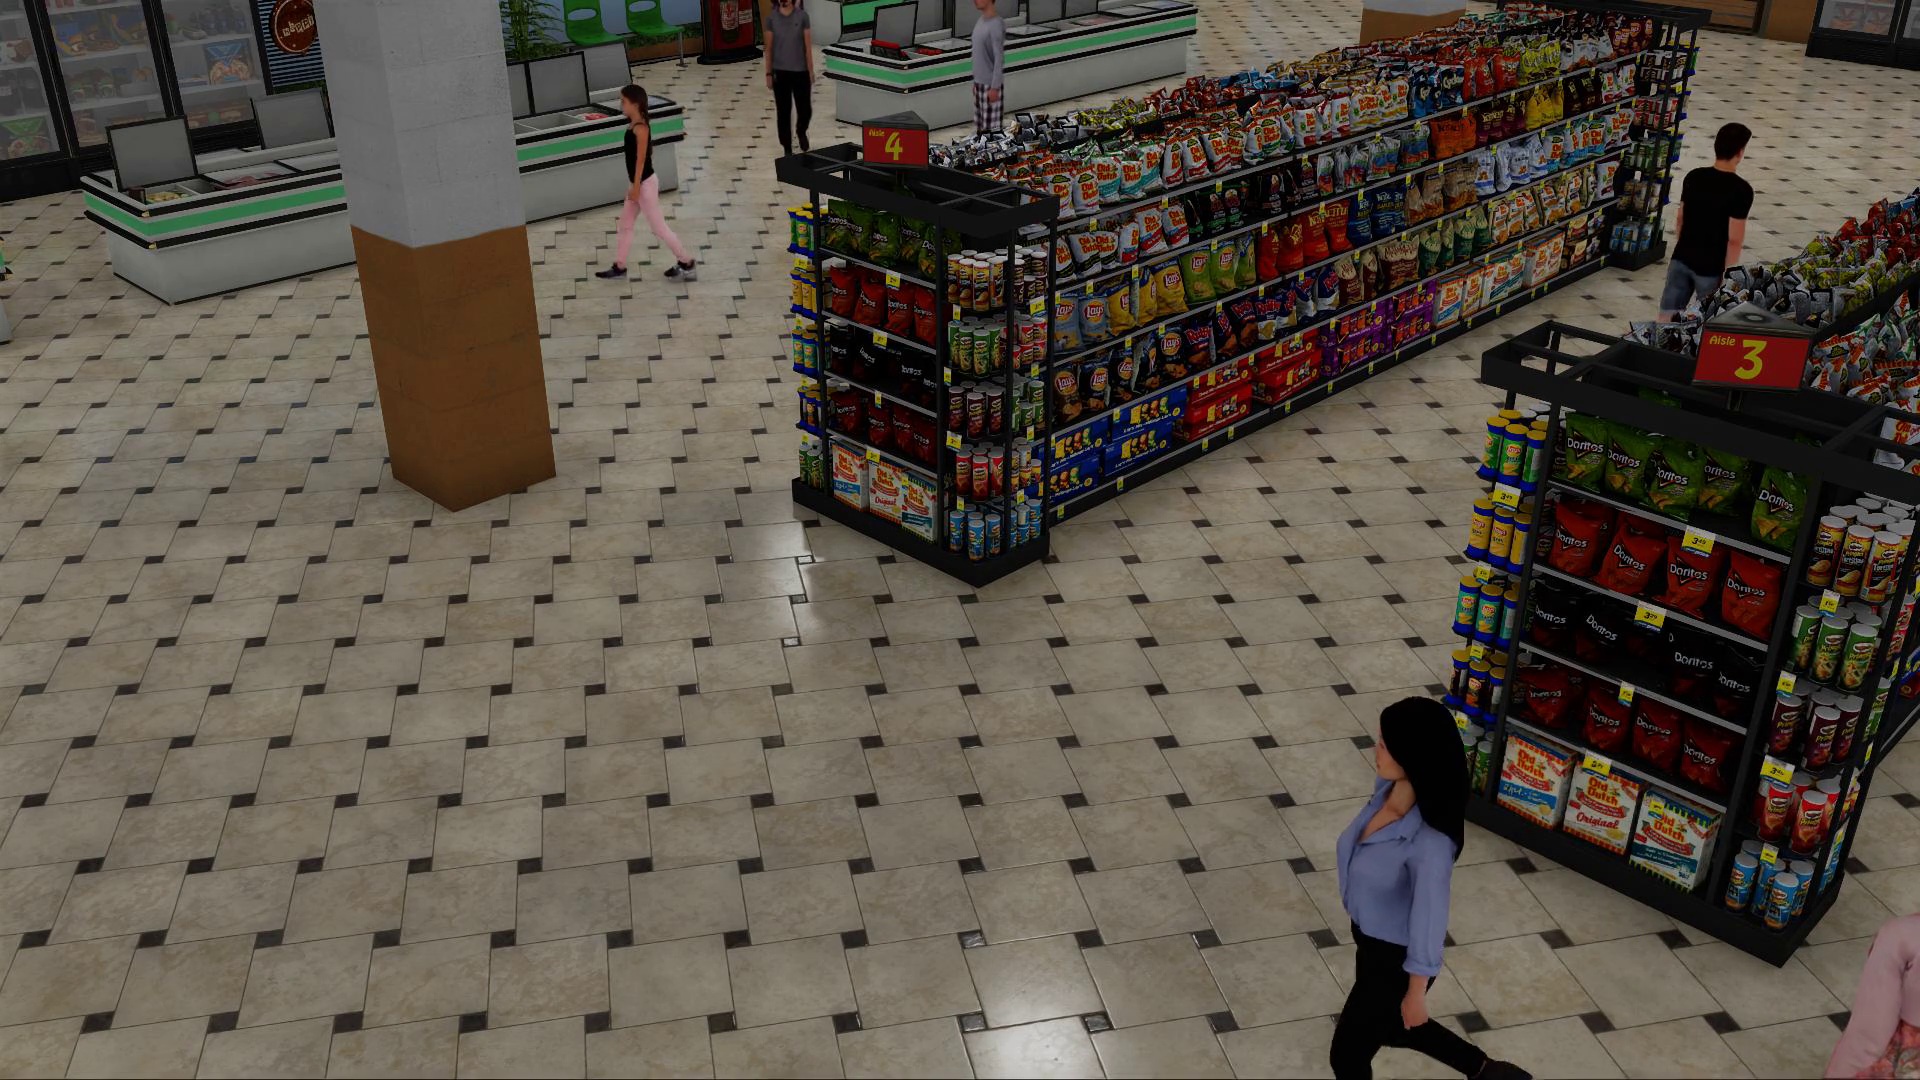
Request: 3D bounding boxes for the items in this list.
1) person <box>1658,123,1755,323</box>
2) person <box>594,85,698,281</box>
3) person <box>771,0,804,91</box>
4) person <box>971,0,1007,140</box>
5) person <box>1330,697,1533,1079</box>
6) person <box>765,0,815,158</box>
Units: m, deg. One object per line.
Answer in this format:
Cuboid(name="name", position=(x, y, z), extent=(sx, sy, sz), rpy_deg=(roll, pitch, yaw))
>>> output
Cuboid(name="person", position=(4.663, -1.716, 10.633), extent=(1.192, 1.805, 0.746), rpy_deg=(-20, 33, -34))
Cuboid(name="person", position=(-2.402, -2.750, 12.983), extent=(1.093, 1.525, 0.833), rpy_deg=(-8, 28, -16))
Cuboid(name="person", position=(-2.008, -6.283, 19.600), extent=(0.625, 1.841, 0.711), rpy_deg=(-19, 32, -33))
Cuboid(name="person", position=(0.275, -4.328, 15.738), extent=(0.686, 1.847, 0.706), rpy_deg=(-10, 28, -18))
Cuboid(name="person", position=(1.373, 1.234, 4.911), extent=(1.146, 1.719, 1.054), rpy_deg=(-3, 27, -5))
Cuboid(name="person", position=(-1.678, -4.634, 16.461), extent=(0.869, 1.739, 0.922), rpy_deg=(-2, 27, -3))
